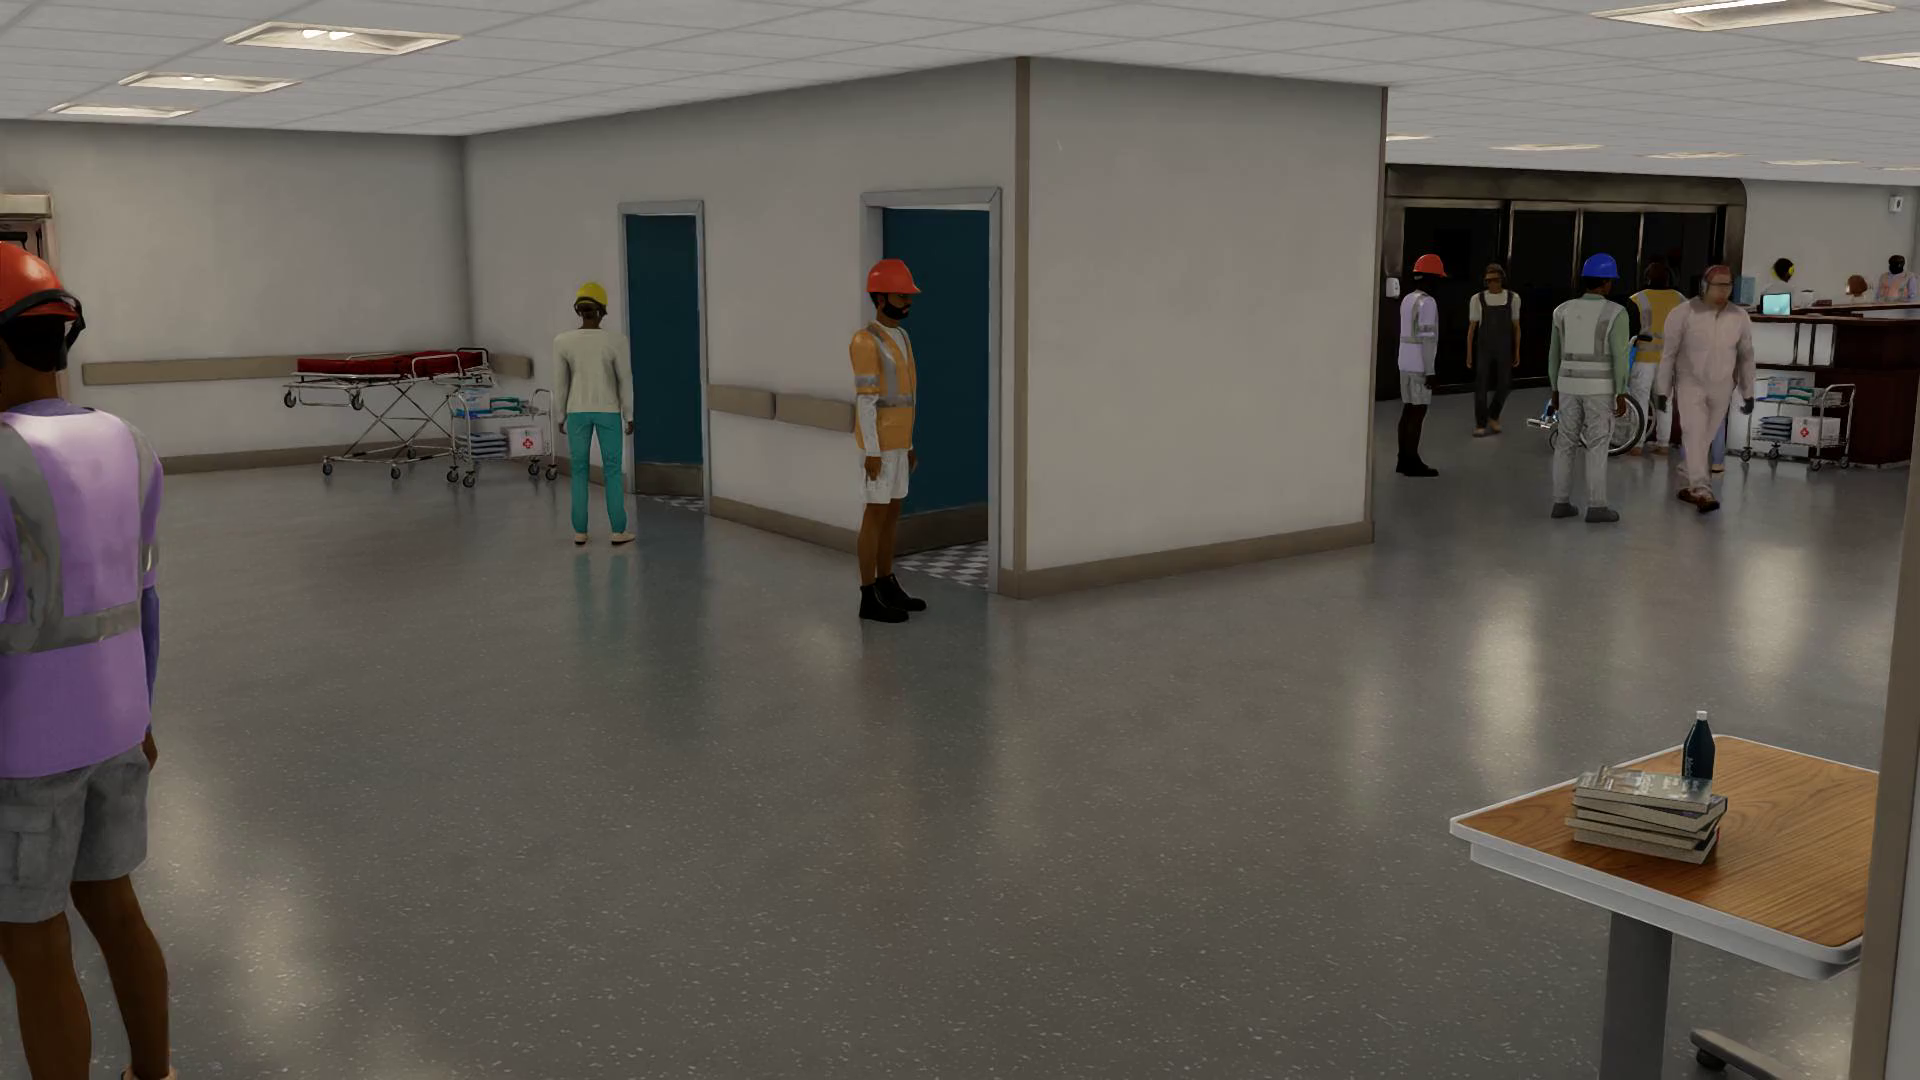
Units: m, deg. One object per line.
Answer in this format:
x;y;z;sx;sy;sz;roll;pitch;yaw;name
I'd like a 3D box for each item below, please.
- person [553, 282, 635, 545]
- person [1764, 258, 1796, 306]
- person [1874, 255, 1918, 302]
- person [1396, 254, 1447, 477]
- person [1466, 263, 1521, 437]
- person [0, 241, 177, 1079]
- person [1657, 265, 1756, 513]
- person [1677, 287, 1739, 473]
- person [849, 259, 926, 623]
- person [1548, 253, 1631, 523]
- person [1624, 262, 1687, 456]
-2.454;-0.846;11.196;0.533;1.765;0.330;0;10;1;person
10.062;-2.504;20.268;0.591;1.840;0.539;-3;11;-17;person
14.831;-3.606;26.451;0.429;1.839;0.633;-6;12;-29;person
4.020;-1.515;14.491;0.390;1.929;0.545;-1;10;-6;person
5.583;-1.983;17.420;0.549;1.815;0.503;2;10;11;person
-1.914;0.401;3.481;0.409;2.030;0.617;1;10;8;person
5.710;-1.150;12.656;0.662;1.848;0.977;-1;10;-3;person
6.614;-1.477;14.732;0.533;1.768;0.313;4;11;19;person
-0.375;-0.535;8.967;0.359;1.939;0.543;4;11;19;person
4.583;-1.102;12.113;0.396;1.946;0.617;-8;13;-37;person
6.575;-1.713;15.843;0.634;1.841;0.429;-2;10;-10;person
